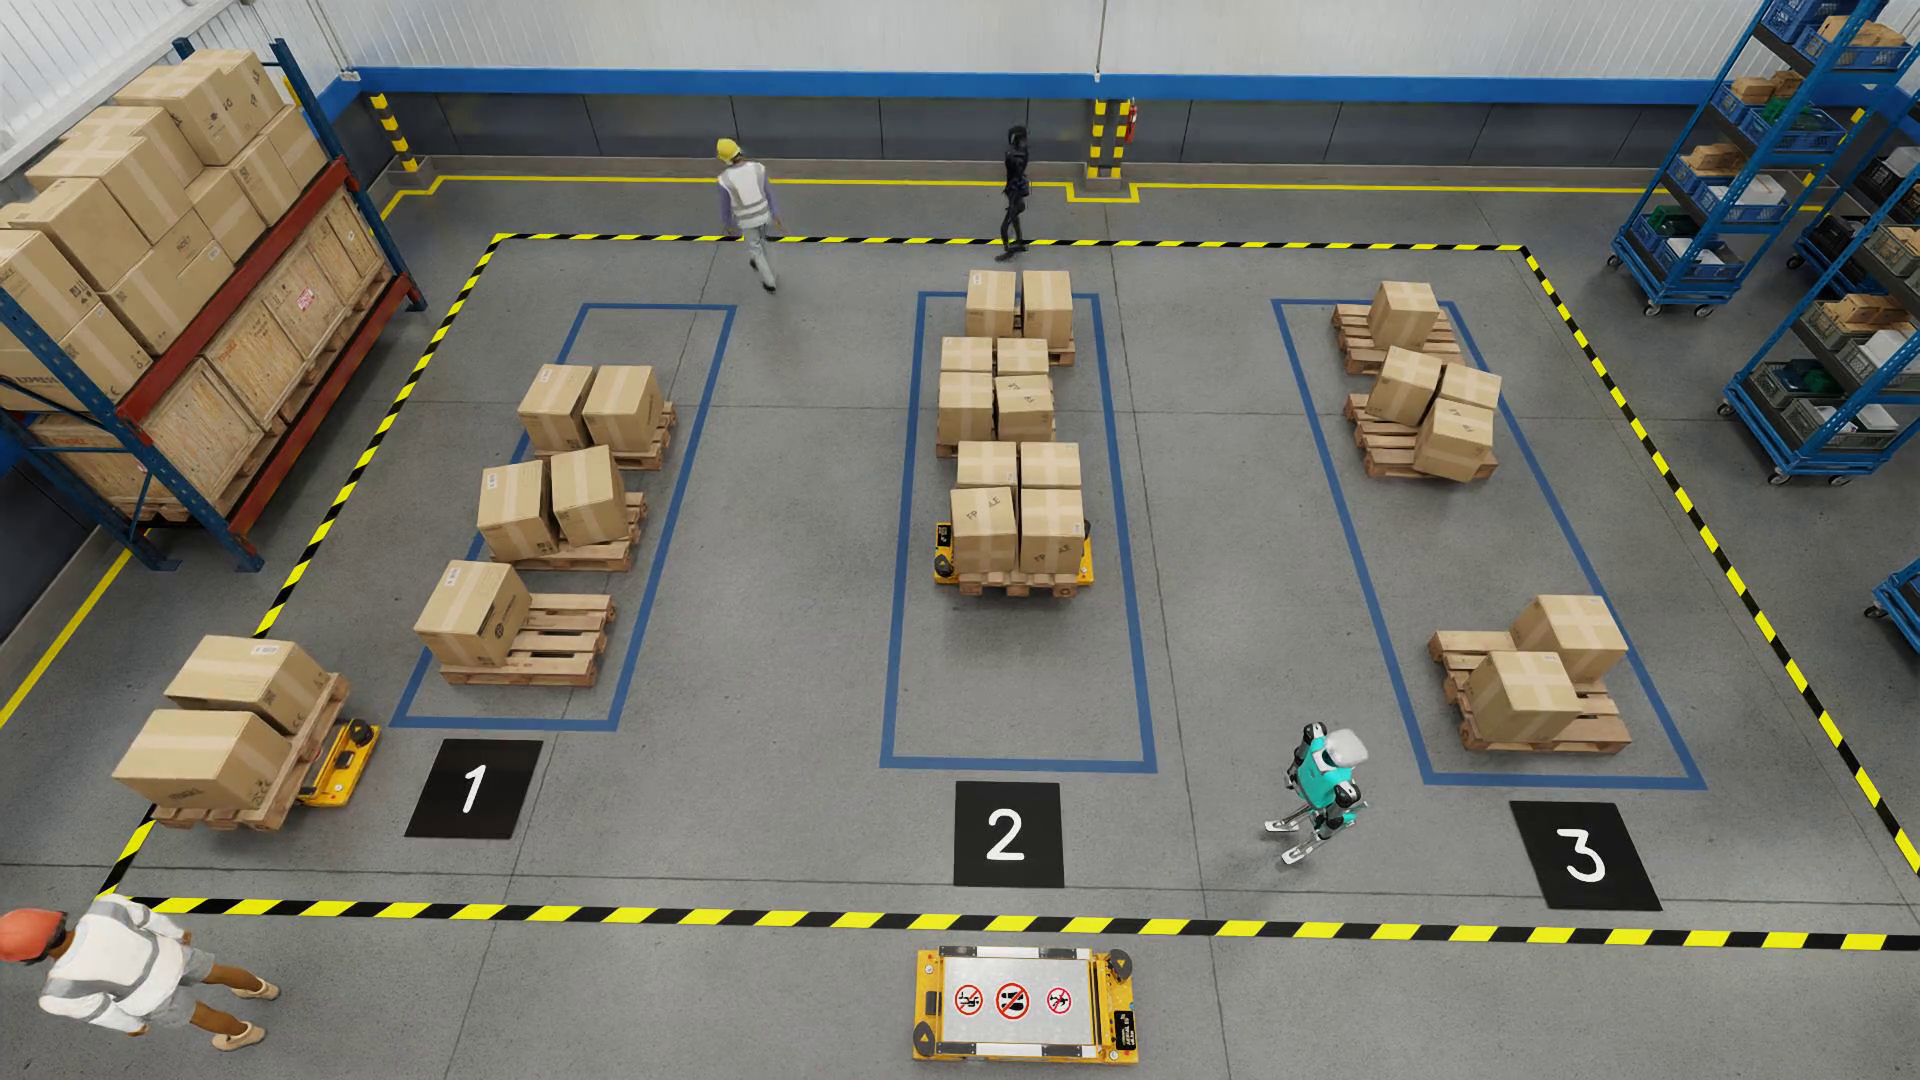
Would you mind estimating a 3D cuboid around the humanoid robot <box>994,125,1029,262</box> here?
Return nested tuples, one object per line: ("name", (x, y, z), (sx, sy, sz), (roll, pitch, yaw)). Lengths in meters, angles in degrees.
("humanoid robot", (0.637, -4.147, 10.960), (0.457, 1.642, 0.590), (-7, 51, -6))

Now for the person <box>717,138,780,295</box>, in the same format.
("person", (-2.435, -3.731, 10.547), (0.612, 1.783, 0.830), (-34, 58, -24))

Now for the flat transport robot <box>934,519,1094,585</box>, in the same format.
("flat transport robot", (0.490, 0.087, 8.397), (1.431, 0.197, 0.652), (1, 51, 1))

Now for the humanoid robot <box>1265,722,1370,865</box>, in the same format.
("humanoid robot", (2.501, 1.678, 6.081), (0.735, 1.681, 0.533), (-11, 52, -9))

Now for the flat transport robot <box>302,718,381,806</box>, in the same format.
("flat transport robot", (-5.355, 1.697, 7.084), (1.431, 0.197, 0.652), (1, 51, 1))

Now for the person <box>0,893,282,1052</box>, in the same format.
("person", (-4.684, 2.523, 5.284), (0.365, 2.047, 0.607), (-2, 51, -2))

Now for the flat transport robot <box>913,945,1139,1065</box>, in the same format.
("flat transport robot", (0.422, 3.041, 6.007), (1.431, 0.231, 0.659), (1, 51, 1))
